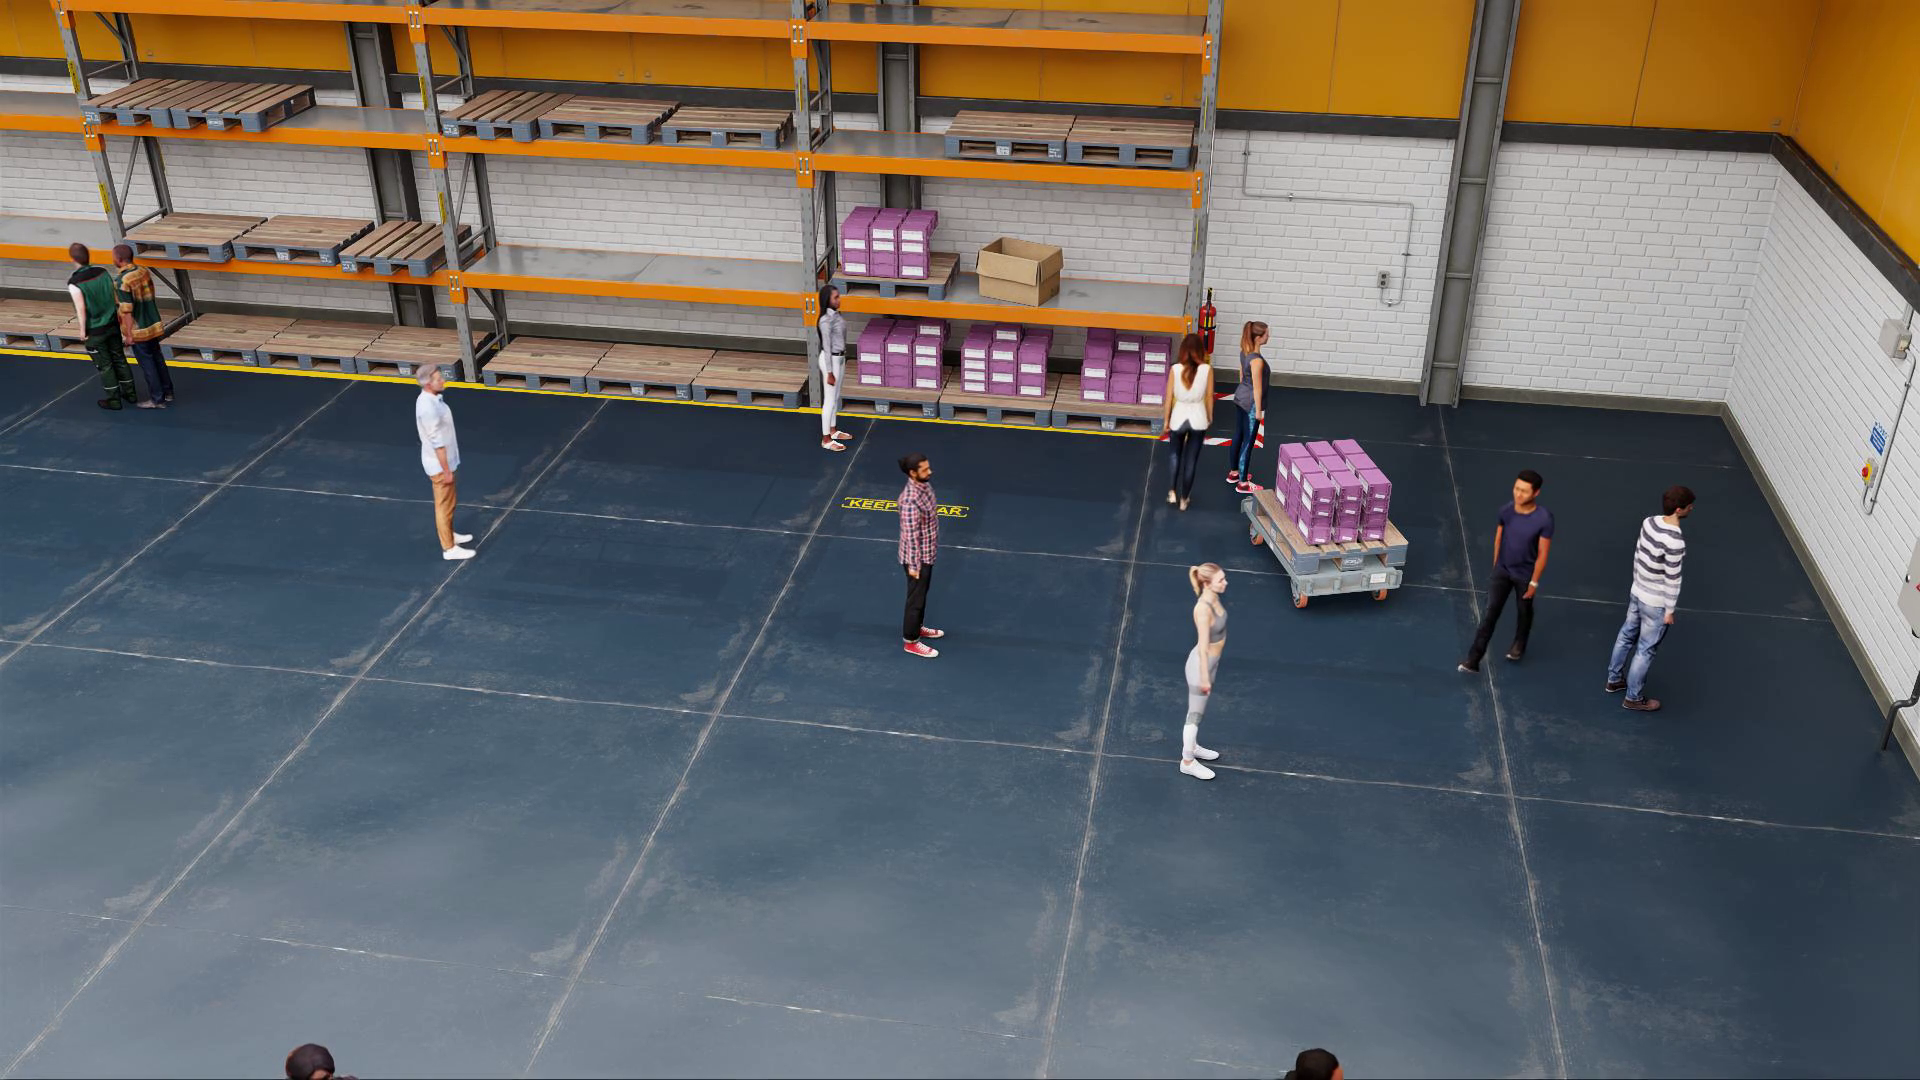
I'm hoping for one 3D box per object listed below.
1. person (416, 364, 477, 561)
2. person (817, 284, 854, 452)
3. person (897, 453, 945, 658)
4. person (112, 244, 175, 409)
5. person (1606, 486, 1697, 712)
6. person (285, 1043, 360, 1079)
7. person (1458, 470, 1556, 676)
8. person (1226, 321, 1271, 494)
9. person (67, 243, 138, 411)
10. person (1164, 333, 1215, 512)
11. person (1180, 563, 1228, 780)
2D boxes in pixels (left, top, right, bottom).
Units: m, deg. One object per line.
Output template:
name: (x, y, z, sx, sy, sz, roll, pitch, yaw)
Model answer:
person: (-4.650, -0.717, 14.882, 0.747, 1.827, 0.767, -9, 30, -16)
person: (-1.292, -1.780, 16.937, 0.500, 1.724, 0.600, 6, 29, 10)
person: (-0.331, 0.088, 13.475, 0.577, 1.761, 0.706, 3, 29, 6)
person: (-8.753, -2.294, 17.793, 0.674, 1.808, 0.711, 2, 29, 4)
person: (5.307, 0.423, 12.766, 0.648, 1.851, 0.714, -5, 29, -8)
person: (-2.987, 3.094, 8.014, 0.679, 1.713, 0.728, -23, 36, -35)
person: (4.481, 0.241, 13.216, 1.140, 1.740, 1.072, 23, 36, 36)
person: (2.793, -1.300, 16.059, 0.640, 1.722, 0.636, -6, 29, -10)
person: (-9.181, -2.287, 17.748, 0.672, 1.838, 0.703, 13, 31, 22)
person: (2.139, -1.059, 15.561, 0.480, 1.777, 0.657, 6, 29, 10)
person: (1.753, 0.918, 12.014, 0.571, 1.702, 0.587, 8, 30, 14)
